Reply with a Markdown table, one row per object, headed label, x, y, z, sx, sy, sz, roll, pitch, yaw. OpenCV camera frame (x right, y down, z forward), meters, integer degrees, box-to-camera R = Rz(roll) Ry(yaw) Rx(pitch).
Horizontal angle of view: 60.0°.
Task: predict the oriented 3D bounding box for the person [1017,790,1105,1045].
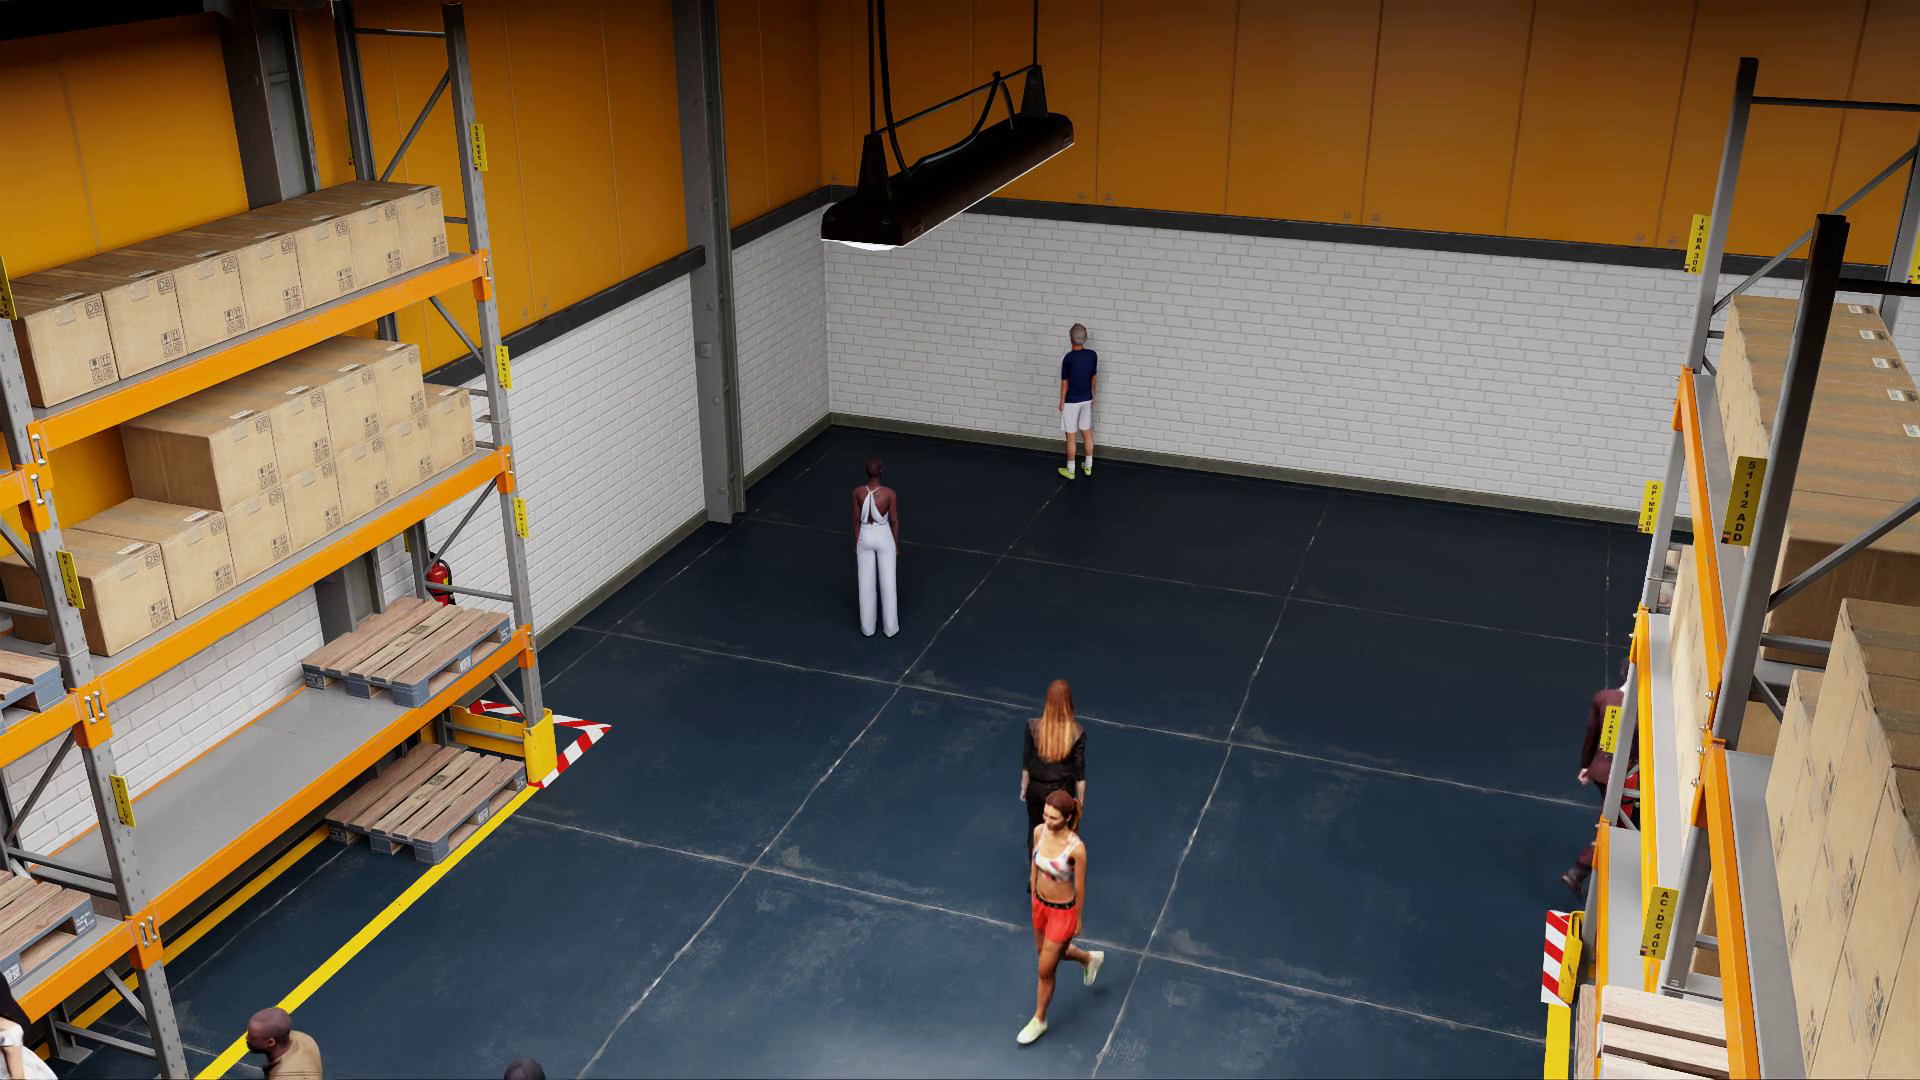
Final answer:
| label | x | y | z | sx | sy | sz | roll | pitch | yaw |
| --- | --- | --- | --- | --- | --- | --- | --- | --- | --- |
| person | 0.664 | 2.306 | 10.440 | 1.093 | 1.765 | 0.847 | -22 | 32 | -40 |

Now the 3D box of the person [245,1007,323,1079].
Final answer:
| label | x | y | z | sx | sy | sz | roll | pitch | yaw |
| --- | --- | --- | --- | --- | --- | --- | --- | --- | --- |
| person | -3.319 | 3.136 | 8.462 | 0.897 | 1.829 | 0.809 | -8 | 25 | -17 |

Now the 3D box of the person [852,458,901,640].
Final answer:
| label | x | y | z | sx | sy | sz | roll | pitch | yaw |
| --- | --- | --- | --- | --- | --- | --- | --- | --- | --- |
| person | -0.787 | 0.073 | 15.528 | 0.622 | 1.783 | 0.564 | 3 | 24 | 6 |

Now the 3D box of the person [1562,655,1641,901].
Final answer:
| label | x | y | z | sx | sy | sz | roll | pitch | yaw |
| --- | --- | --- | --- | --- | --- | --- | --- | --- | --- |
| person | 4.620 | 1.687 | 11.758 | 1.265 | 1.845 | 1.126 | -14 | 27 | -29 |

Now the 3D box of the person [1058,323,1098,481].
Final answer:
| label | x | y | z | sx | sy | sz | roll | pitch | yaw |
| --- | --- | --- | --- | --- | --- | --- | --- | --- | --- |
| person | 1.367 | -1.622 | 19.335 | 0.701 | 1.838 | 0.770 | -11 | 26 | -25 |

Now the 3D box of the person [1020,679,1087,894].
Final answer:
| label | x | y | z | sx | sy | sz | roll | pitch | yaw |
| --- | --- | --- | --- | --- | --- | --- | --- | --- | --- |
| person | 0.628 | 1.806 | 11.668 | 0.690 | 1.699 | 0.801 | 4 | 24 | 9 |
